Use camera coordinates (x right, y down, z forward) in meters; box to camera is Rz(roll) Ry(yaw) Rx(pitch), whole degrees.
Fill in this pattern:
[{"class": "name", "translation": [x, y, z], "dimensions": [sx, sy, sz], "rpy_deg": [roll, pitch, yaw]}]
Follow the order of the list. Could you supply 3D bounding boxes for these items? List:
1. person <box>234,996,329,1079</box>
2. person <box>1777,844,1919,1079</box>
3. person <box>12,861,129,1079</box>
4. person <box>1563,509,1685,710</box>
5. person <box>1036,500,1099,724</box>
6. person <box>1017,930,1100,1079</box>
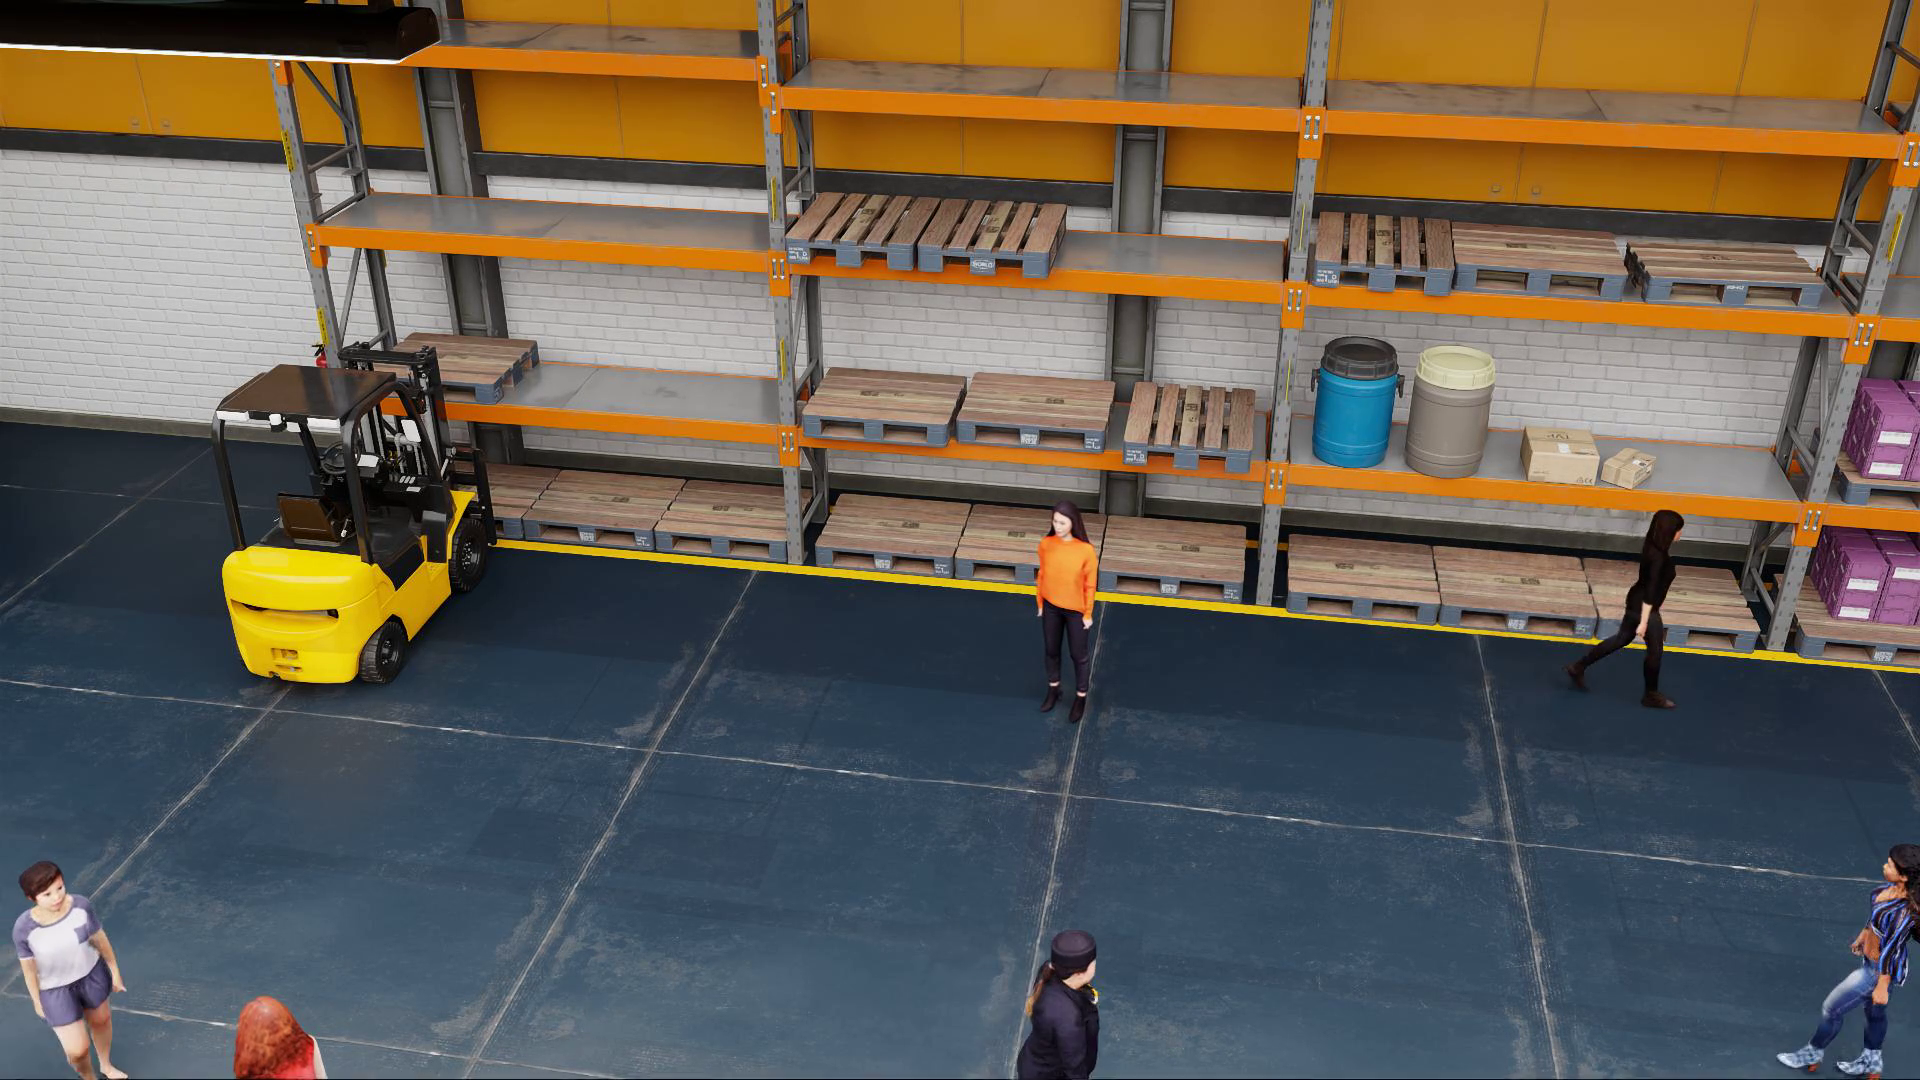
[{"class": "person", "translation": [-3.046, 2.821, 7.685], "dimensions": [0.622, 1.828, 0.654], "rpy_deg": [16, 32, 26]}, {"class": "person", "translation": [4.981, 2.299, 8.869], "dimensions": [0.857, 1.610, 0.775], "rpy_deg": [15, 32, 25]}, {"class": "person", "translation": [-4.778, 2.322, 8.888], "dimensions": [0.733, 1.552, 0.689], "rpy_deg": [23, 36, 35]}, {"class": "person", "translation": [4.924, 0.493, 12.176], "dimensions": [1.023, 1.613, 0.552], "rpy_deg": [5, 29, 9]}, {"class": "person", "translation": [0.776, 0.490, 12.042], "dimensions": [0.599, 1.747, 0.744], "rpy_deg": [14, 32, 25]}, {"class": "person", "translation": [0.396, 2.628, 8.217], "dimensions": [0.928, 1.656, 0.845], "rpy_deg": [-1, 29, -3]}]
